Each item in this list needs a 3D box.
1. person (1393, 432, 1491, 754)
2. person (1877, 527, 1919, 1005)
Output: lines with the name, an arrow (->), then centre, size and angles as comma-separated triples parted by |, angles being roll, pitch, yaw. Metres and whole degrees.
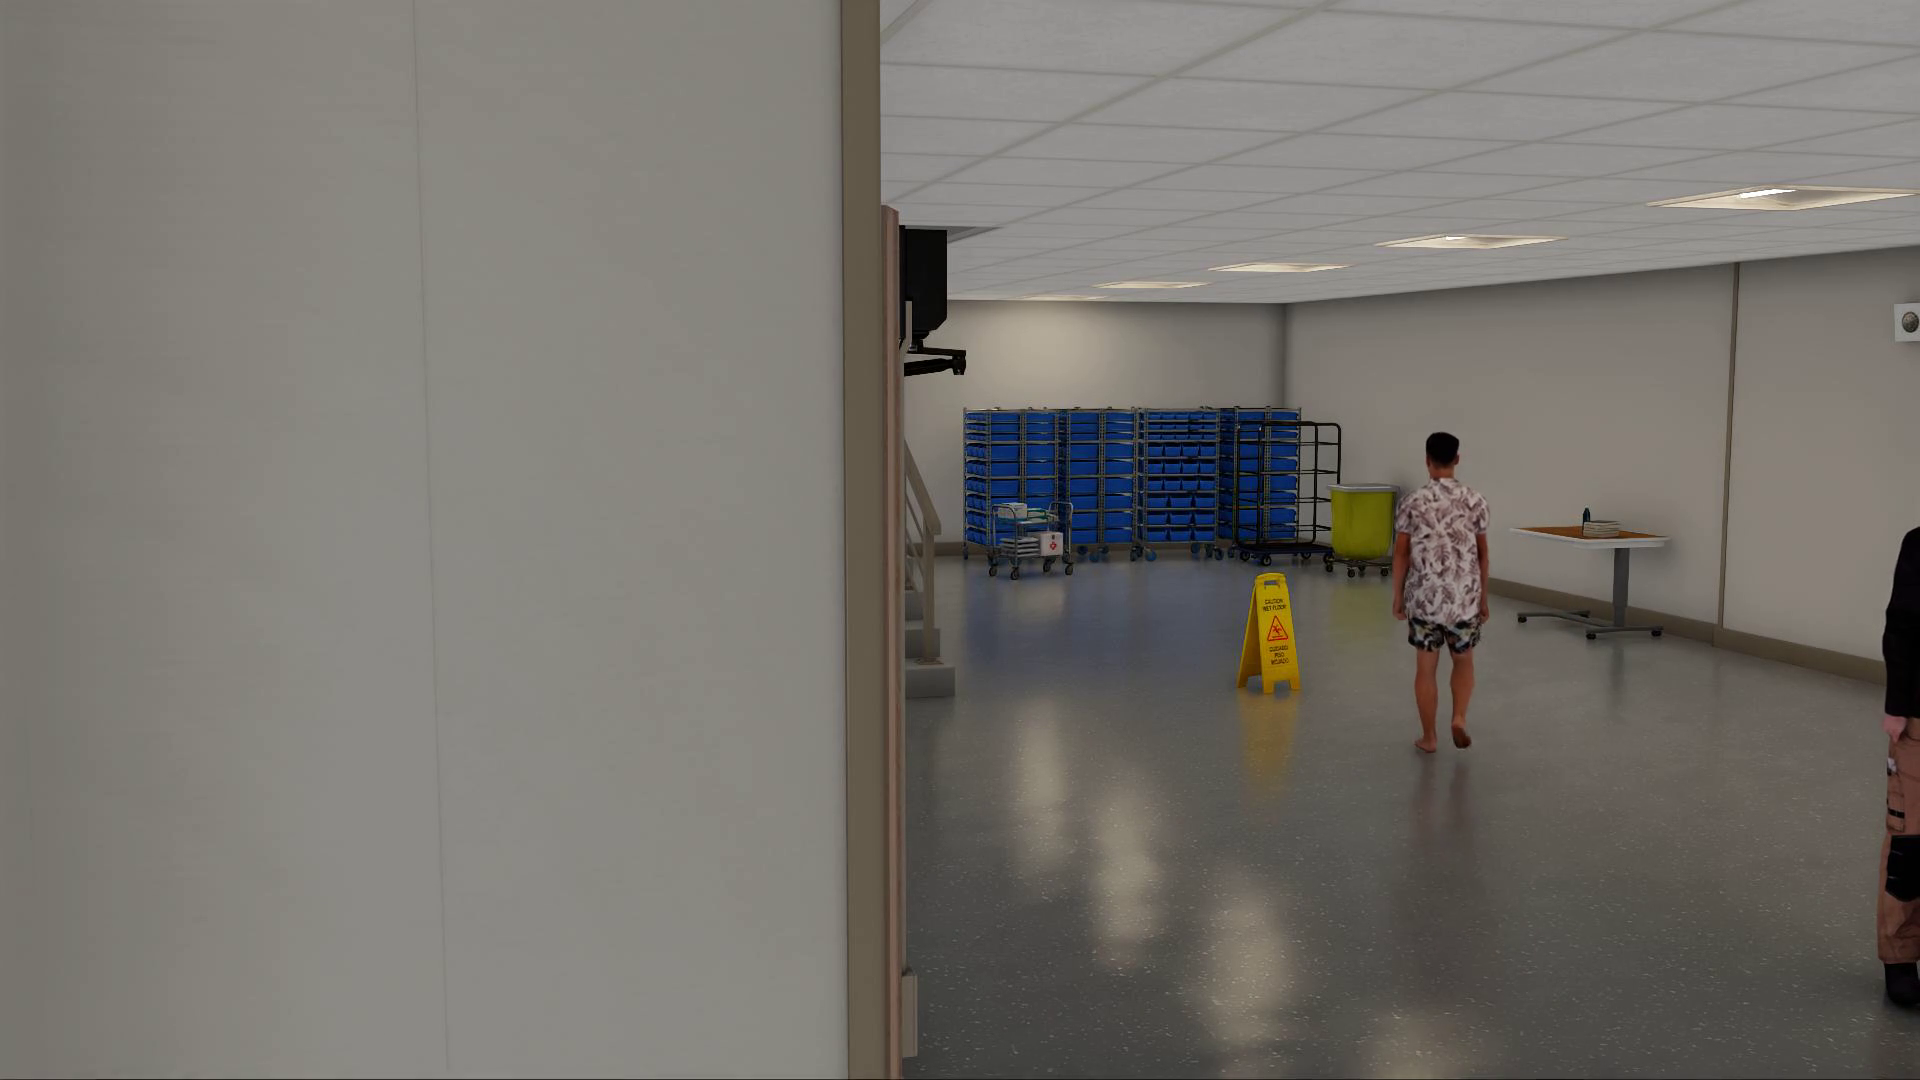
person -> 2.701, 0.314, 9.249 | 0.817, 1.800, 0.854 | 1, 6, 9
person -> 3.424, 0.612, 5.681 | 0.771, 1.922, 0.729 | 1, 6, 5
